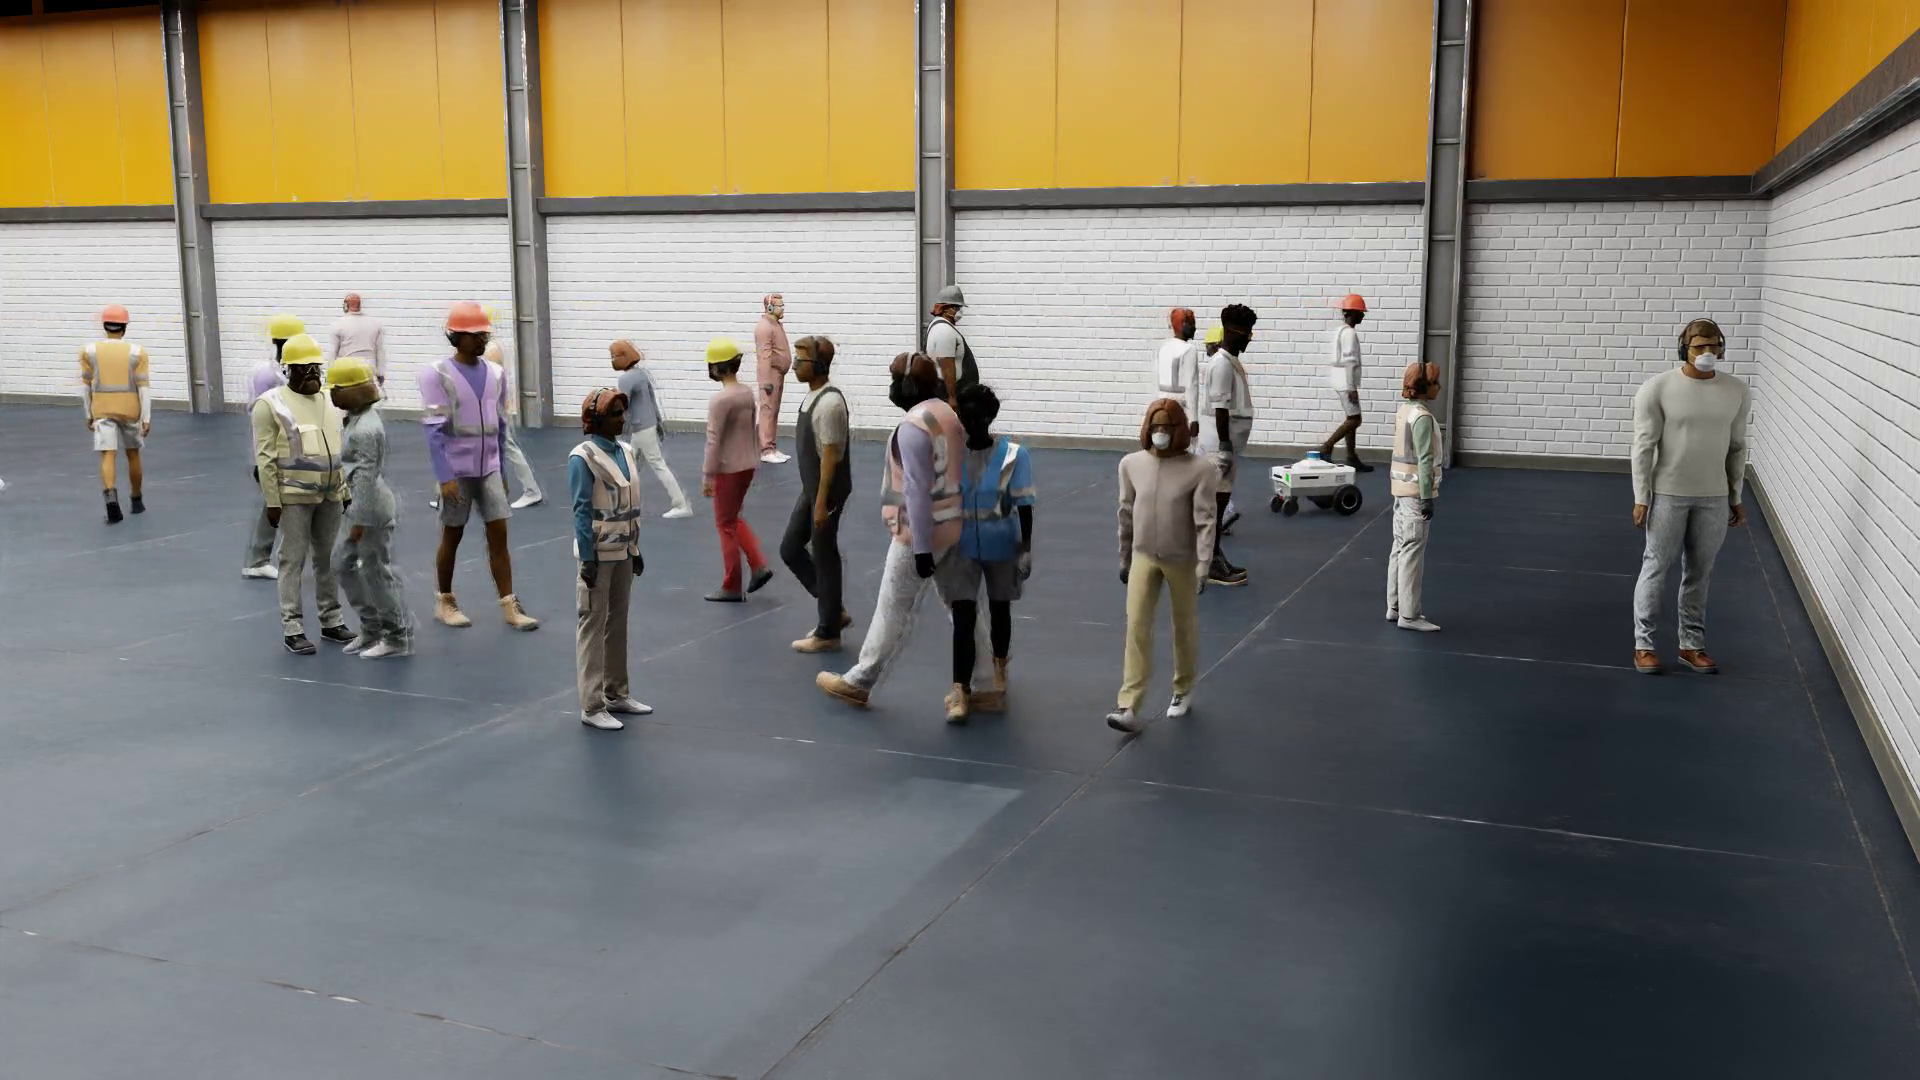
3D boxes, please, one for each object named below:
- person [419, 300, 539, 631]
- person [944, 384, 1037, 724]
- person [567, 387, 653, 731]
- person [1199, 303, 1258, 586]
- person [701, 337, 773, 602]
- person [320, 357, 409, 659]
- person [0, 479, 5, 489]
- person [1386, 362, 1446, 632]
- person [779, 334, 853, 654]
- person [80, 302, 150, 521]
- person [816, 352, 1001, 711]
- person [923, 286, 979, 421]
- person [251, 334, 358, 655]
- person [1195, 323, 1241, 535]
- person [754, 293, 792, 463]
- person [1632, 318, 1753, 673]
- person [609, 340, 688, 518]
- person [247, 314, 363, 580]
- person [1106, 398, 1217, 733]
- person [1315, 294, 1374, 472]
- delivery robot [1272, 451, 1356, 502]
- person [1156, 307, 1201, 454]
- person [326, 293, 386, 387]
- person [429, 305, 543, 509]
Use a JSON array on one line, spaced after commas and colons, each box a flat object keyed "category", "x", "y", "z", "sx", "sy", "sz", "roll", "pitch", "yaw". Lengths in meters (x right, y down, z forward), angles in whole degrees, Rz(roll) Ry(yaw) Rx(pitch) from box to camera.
[{"category": "person", "x": -2.962, "y": -0.442, "z": 10.129, "sx": 0.616, "sy": 2.036, "sz": 0.619, "roll": 8, "pitch": 12, "yaw": 39}, {"category": "person", "x": 0.117, "y": 0.042, "z": 8.299, "sx": 0.542, "sy": 1.647, "sz": 0.885, "roll": 1, "pitch": 9, "yaw": 9}, {"category": "person", "x": -1.705, "y": 0.083, "z": 8.053, "sx": 0.308, "sy": 1.640, "sz": 0.511, "roll": 3, "pitch": 10, "yaw": 17}, {"category": "person", "x": 1.877, "y": -0.672, "z": 11.665, "sx": 0.389, "sy": 1.957, "sz": 0.607, "roll": 2, "pitch": 10, "yaw": 13}, {"category": "person", "x": -1.514, "y": -0.454, "z": 10.927, "sx": 0.357, "sy": 1.752, "sz": 0.553, "roll": 3, "pitch": 10, "yaw": 20}, {"category": "person", "x": -3.339, "y": -0.162, "z": 9.269, "sx": 0.501, "sy": 1.712, "sz": 0.508, "roll": -4, "pitch": 10, "yaw": -24}, {"category": "person", "x": -9.272, "y": -1.258, "z": 15.530, "sx": 0.381, "sy": 1.855, "sz": 0.527, "roll": -3, "pitch": 10, "yaw": -18}, {"category": "person", "x": 2.787, "y": -0.267, "z": 10.175, "sx": 0.306, "sy": 1.639, "sz": 0.524, "roll": 0, "pitch": 9, "yaw": 0}, {"category": "person", "x": -0.825, "y": -0.252, "z": 9.481, "sx": 0.400, "sy": 1.835, "sz": 0.537, "roll": -3, "pitch": 10, "yaw": -17}, {"category": "person", "x": -7.395, "y": -1.126, "z": 14.597, "sx": 0.545, "sy": 1.907, "sz": 0.891, "roll": -4, "pitch": 10, "yaw": -22}, {"category": "person", "x": -0.224, "y": -0.030, "z": 8.276, "sx": 0.952, "sy": 1.794, "sz": 0.641, "roll": 3, "pitch": 10, "yaw": 20}, {"category": "person", "x": -0.088, "y": -1.421, "z": 15.954, "sx": 0.536, "sy": 2.000, "sz": 0.676, "roll": -2, "pitch": 10, "yaw": -10}, {"category": "person", "x": -3.755, "y": -0.271, "z": 9.612, "sx": 0.404, "sy": 1.833, "sz": 0.590, "roll": 6, "pitch": 11, "yaw": 32}, {"category": "person", "x": 2.122, "y": -0.893, "z": 13.630, "sx": 0.391, "sy": 1.750, "sz": 0.543, "roll": 9, "pitch": 13, "yaw": 43}, {"category": "person", "x": -2.104, "y": -1.834, "z": 18.857, "sx": 0.400, "sy": 1.910, "sz": 0.643, "roll": 1, "pitch": 9, "yaw": 6}, {"category": "person", "x": 3.964, "y": -0.232, "z": 9.054, "sx": 0.631, "sy": 1.938, "sz": 0.362, "roll": 0, "pitch": 9, "yaw": -2}, {"category": "person", "x": -2.818, "y": -0.957, "z": 14.560, "sx": 0.919, "sy": 1.560, "sz": 0.504, "roll": 1, "pitch": 9, "yaw": 4}, {"category": "person", "x": -4.619, "y": -0.634, "z": 11.660, "sx": 0.969, "sy": 1.873, "sz": 0.615, "roll": 0, "pitch": 9, "yaw": 1}, {"category": "person", "x": 0.959, "y": 0.123, "z": 7.928, "sx": 0.514, "sy": 1.586, "sz": 0.844, "roll": 4, "pitch": 10, "yaw": 22}, {"category": "person", "x": 4.144, "y": -1.663, "z": 17.772, "sx": 0.610, "sy": 1.923, "sz": 0.590, "roll": 1, "pitch": 9, "yaw": 7}, {"category": "delivery robot", "x": 3.167, "y": -0.553, "z": 14.900, "sx": 0.707, "sy": 0.478, "sz": 0.477, "roll": -2, "pitch": 10, "yaw": -14}, {"category": "person", "x": 1.845, "y": -1.076, "z": 14.389, "sx": 0.573, "sy": 1.866, "sz": 0.596, "roll": -3, "pitch": 10, "yaw": -20}, {"category": "person", "x": -7.367, "y": -2.035, "z": 20.149, "sx": 0.797, "sy": 1.877, "sz": 0.654, "roll": 8, "pitch": 12, "yaw": 39}, {"category": "person", "x": -4.287, "y": -1.190, "z": 15.057, "sx": 1.020, "sy": 1.877, "sz": 0.601, "roll": -6, "pitch": 11, "yaw": -30}]
